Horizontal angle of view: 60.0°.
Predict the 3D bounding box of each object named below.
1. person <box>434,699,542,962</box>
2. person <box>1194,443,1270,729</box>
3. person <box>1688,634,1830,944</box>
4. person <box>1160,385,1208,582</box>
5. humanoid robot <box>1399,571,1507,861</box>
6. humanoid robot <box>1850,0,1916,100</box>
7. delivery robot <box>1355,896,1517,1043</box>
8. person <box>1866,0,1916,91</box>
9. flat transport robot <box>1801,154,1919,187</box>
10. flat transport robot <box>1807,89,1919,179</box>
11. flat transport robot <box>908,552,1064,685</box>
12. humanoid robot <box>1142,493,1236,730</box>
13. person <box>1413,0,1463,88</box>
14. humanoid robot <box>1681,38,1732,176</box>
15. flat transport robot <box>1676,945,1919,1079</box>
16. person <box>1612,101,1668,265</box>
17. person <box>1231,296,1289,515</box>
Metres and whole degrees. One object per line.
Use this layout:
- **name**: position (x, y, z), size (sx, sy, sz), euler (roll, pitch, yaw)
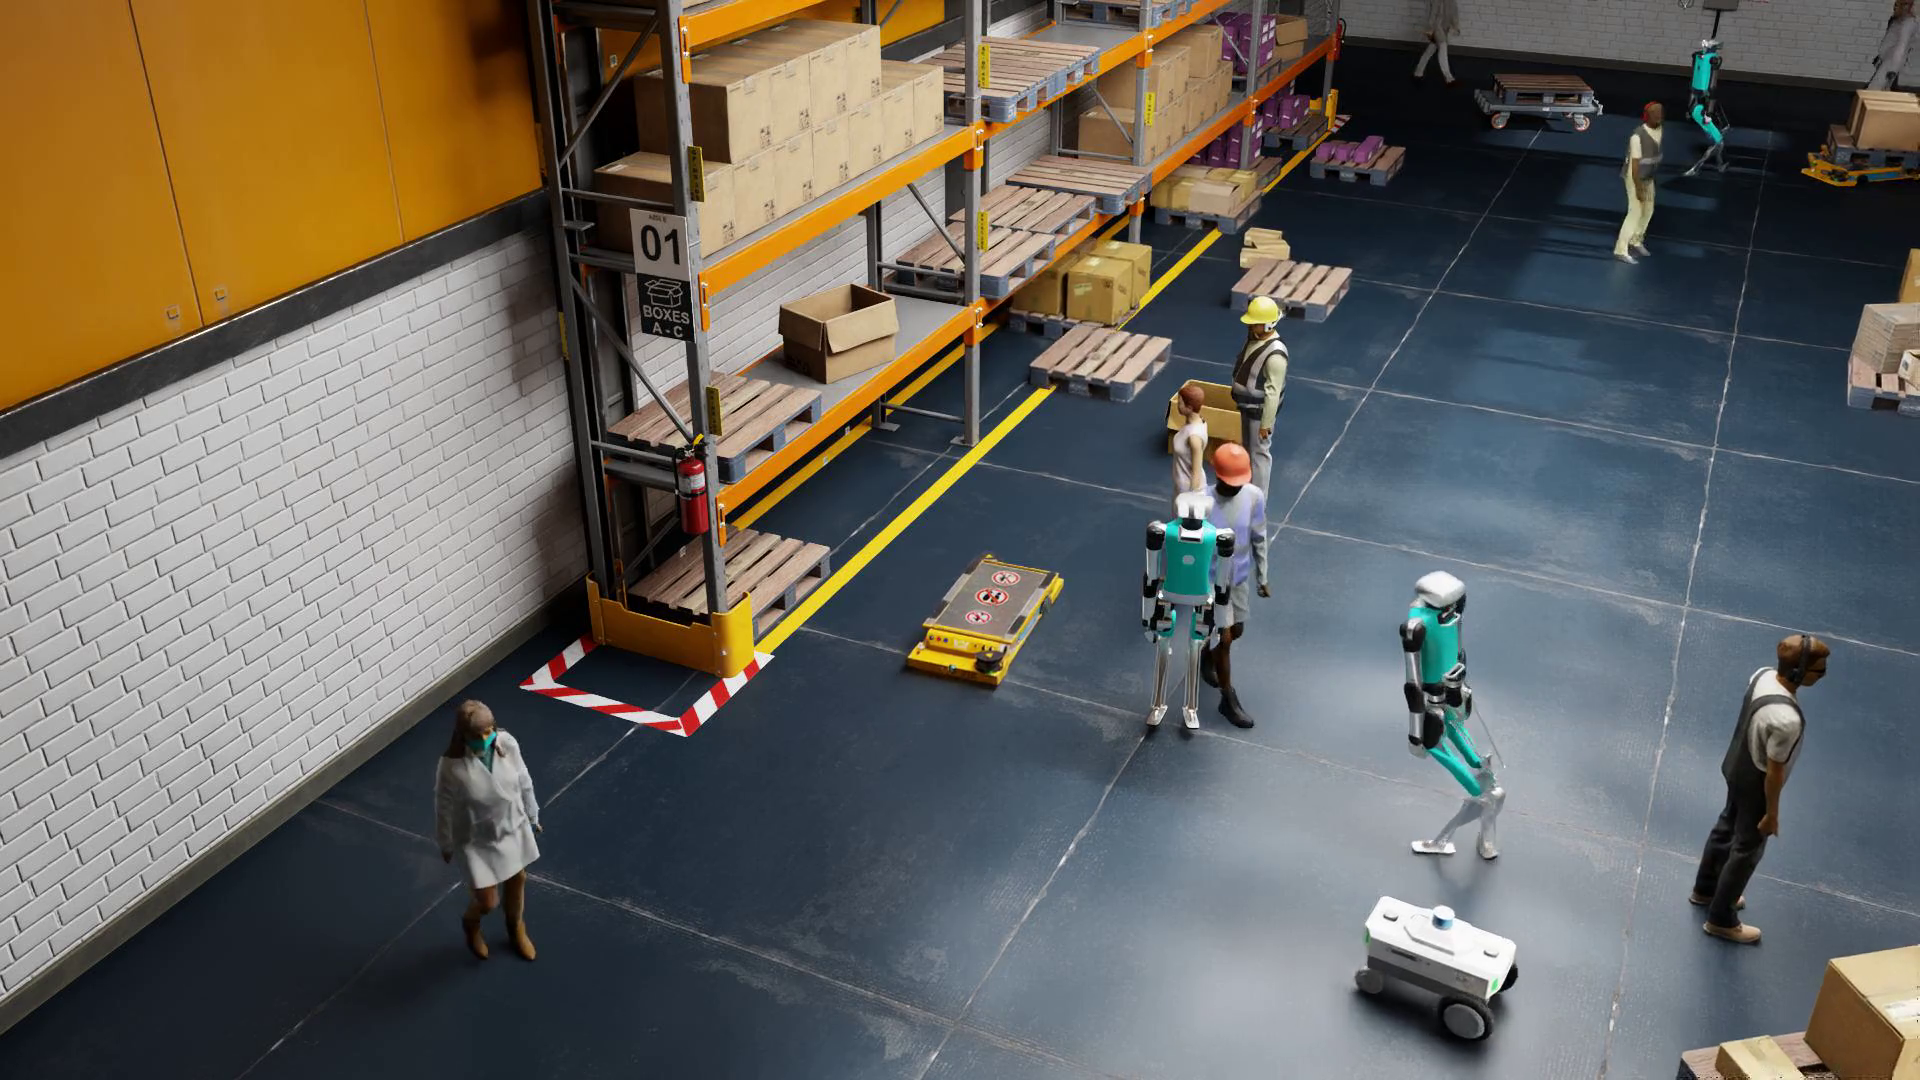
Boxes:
- **person**: position (-2.382, 1.505, 8.472), size (0.512, 1.646, 0.377), euler (-24, 37, -37)
- **person**: position (1.700, 0.236, 10.598), size (0.583, 1.874, 0.778), euler (-10, 30, -19)
- **person**: position (4.170, 1.285, 8.697), size (0.348, 1.838, 0.517), euler (3, 29, 6)
- **person**: position (1.619, -0.334, 11.878), size (0.270, 1.655, 0.461), euler (1, 28, 1)
- **humanoid robot**: position (2.824, 1.069, 9.202), size (0.849, 1.778, 0.616), euler (25, 37, 38)
- **humanoid robot**: position (13.869, -7.233, 24.709), size (0.583, 1.619, 0.735), euler (-11, 30, -20)
- **delivery robot**: position (2.457, 2.146, 8.467), size (0.790, 0.614, 0.499), euler (16, 32, 27)
- **person**: position (13.126, -6.728, 23.499), size (0.430, 1.895, 0.680), euler (12, 31, 22)
- **flat transport robot**: position (11.799, -4.823, 21.671), size (1.431, 0.231, 0.659), euler (-8, 29, -14)
- **flat transport robot**: position (12.026, -4.999, 21.997), size (1.431, 0.231, 0.659), euler (10, 30, 18)
- **flat transport robot**: position (0.204, 0.532, 11.741), size (0.659, 0.231, 1.431), euler (10, 30, 19)
- **humanoid robot**: position (1.405, 0.376, 10.344), size (0.533, 1.677, 0.735), euler (5, 29, 9)
- **person**: position (7.564, -7.995, 25.959), size (0.953, 1.783, 0.522), euler (24, 37, 37)
- **humanoid robot**: position (9.842, -5.573, 21.580), size (0.849, 1.842, 0.558), euler (-5, 29, -8)
- **flat transport robot**: position (4.027, 2.870, 7.406), size (0.659, 0.231, 1.431), euler (-6, 29, -10)
- **person**: position (7.586, -4.000, 18.522), size (0.629, 1.807, 0.429), euler (-21, 35, -33)
- **person**: position (2.323, -1.045, 13.033), size (0.403, 1.825, 0.589), euler (-4, 29, -7)
